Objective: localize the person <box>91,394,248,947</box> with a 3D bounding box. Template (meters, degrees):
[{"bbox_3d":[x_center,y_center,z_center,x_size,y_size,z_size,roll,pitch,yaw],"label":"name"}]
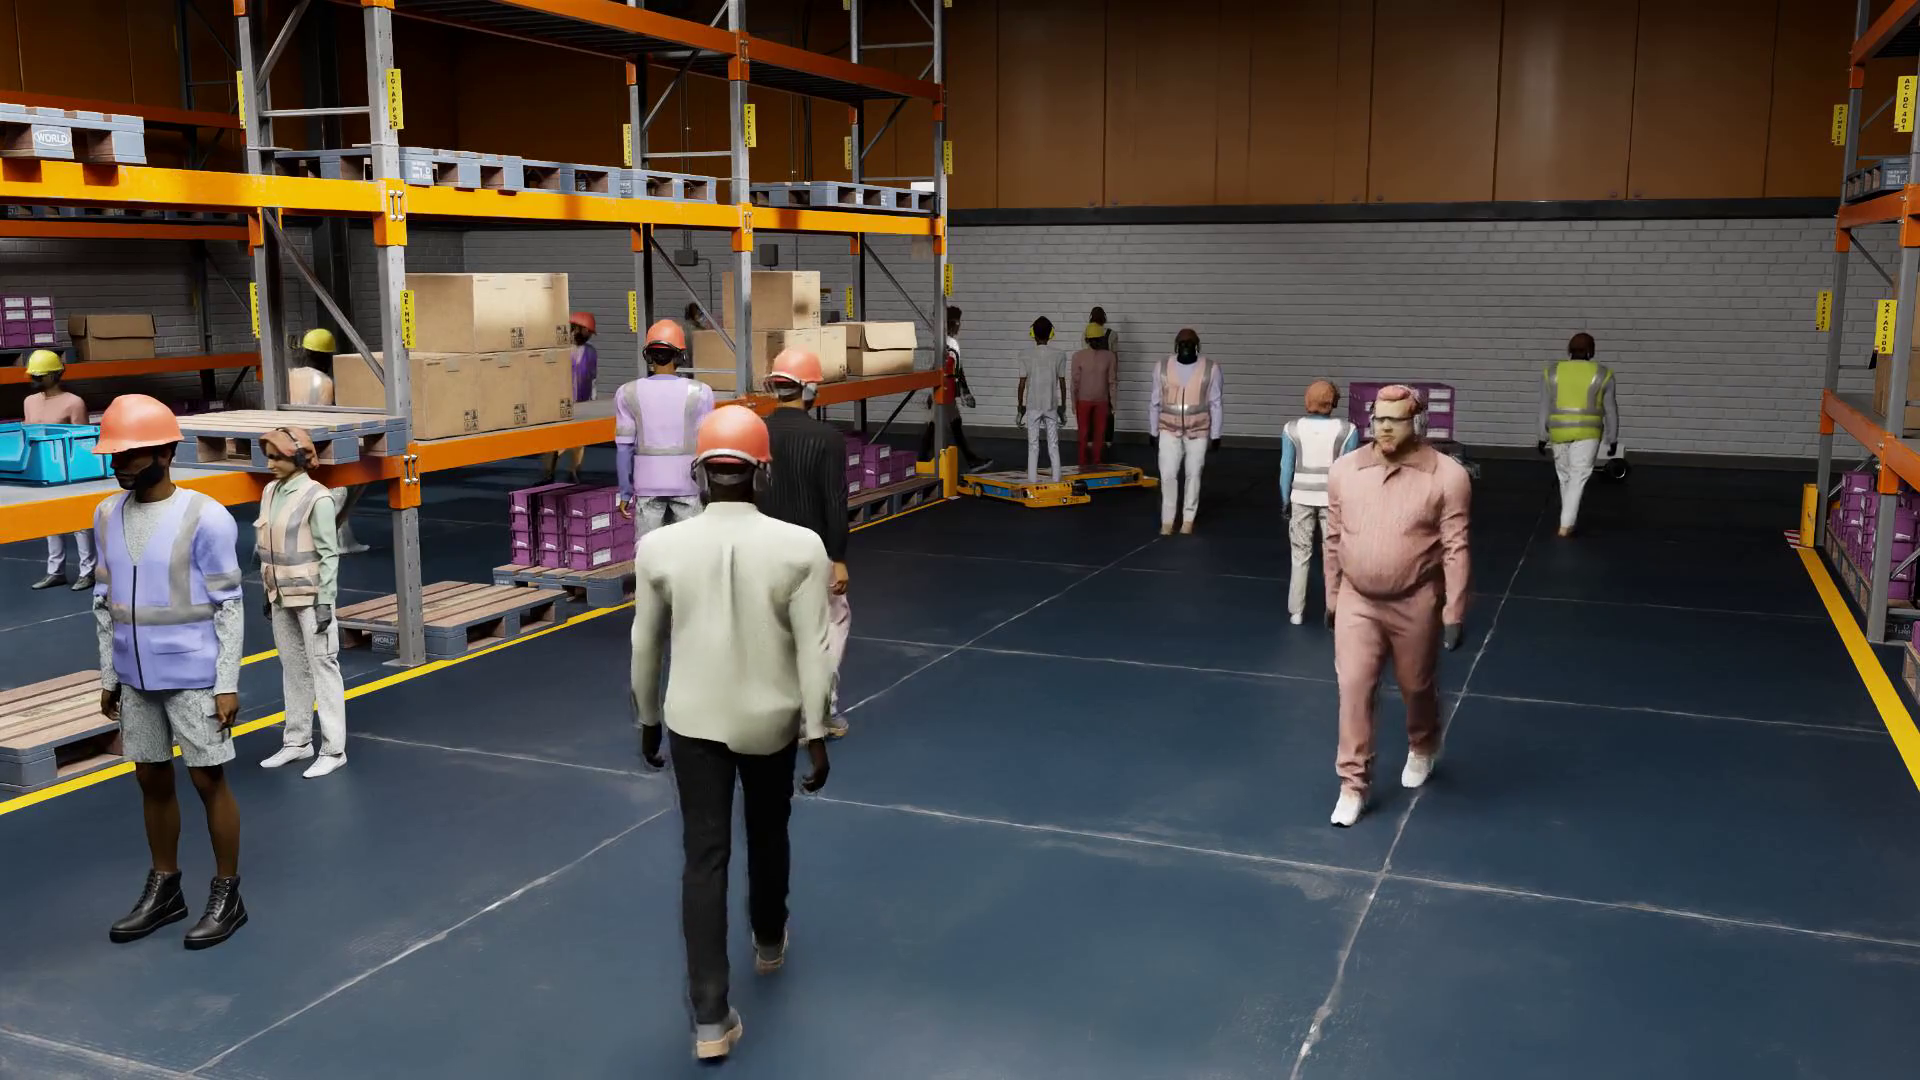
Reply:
[{"bbox_3d":[-2.756,0.461,5.760,0.550,1.935,0.376,2,10,14],"label":"person"}]

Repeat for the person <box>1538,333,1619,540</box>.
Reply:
[{"bbox_3d":[5.385,-0.908,14.506,0.644,1.796,0.970,6,11,34],"label":"person"}]

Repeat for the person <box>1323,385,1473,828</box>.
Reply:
[{"bbox_3d":[1.909,0.245,7.285,0.653,1.871,0.959,5,11,27],"label":"person"}]

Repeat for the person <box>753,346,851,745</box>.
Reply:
[{"bbox_3d":[-0.768,0.038,8.196,0.652,1.973,0.628,4,10,24],"label":"person"}]

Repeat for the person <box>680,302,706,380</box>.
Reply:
[{"bbox_3d":[-3.594,-2.231,22.189,0.955,1.904,0.617,5,11,30],"label":"person"}]

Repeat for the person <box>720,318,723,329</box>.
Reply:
[{"bbox_3d":[-2.329,-1.301,16.572,0.674,1.891,0.497,5,11,29],"label":"person"}]

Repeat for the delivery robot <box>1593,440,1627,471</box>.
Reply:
[{"bbox_3d":[6.927,-0.963,18.288,0.707,0.478,0.477,0,9,3],"label":"delivery robot"}]

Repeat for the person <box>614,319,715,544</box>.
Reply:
[{"bbox_3d":[-1.789,-0.324,10.198,0.613,2.041,0.393,-1,9,-5],"label":"person"}]

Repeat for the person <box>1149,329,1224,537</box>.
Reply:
[{"bbox_3d":[1.950,-0.916,14.462,0.661,1.815,0.781,2,10,12],"label":"person"}]

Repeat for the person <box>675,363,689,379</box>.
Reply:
[{"bbox_3d":[-3.728,-1.949,21.347,0.407,1.614,0.520,6,11,32],"label":"person"}]

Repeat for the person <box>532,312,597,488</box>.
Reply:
[{"bbox_3d":[-4.149,-1.439,17.451,0.751,1.883,0.430,-6,11,-34],"label":"person"}]

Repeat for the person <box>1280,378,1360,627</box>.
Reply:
[{"bbox_3d":[2.346,-0.231,10.859,0.521,1.639,0.309,4,10,21],"label":"person"}]

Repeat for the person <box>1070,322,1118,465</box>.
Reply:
[{"bbox_3d":[1.490,-1.541,18.482,0.534,1.744,0.460,-1,9,-8],"label":"person"}]

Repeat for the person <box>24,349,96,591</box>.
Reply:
[{"bbox_3d":[-6.575,-0.502,12.113,0.527,1.767,0.331,2,10,13],"label":"person"}]

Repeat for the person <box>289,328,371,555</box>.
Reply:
[{"bbox_3d":[-5.206,-0.751,13.295,0.599,1.879,0.984,5,11,27],"label":"person"}]

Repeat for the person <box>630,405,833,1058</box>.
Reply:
[{"bbox_3d":[-0.717,0.551,5.214,0.636,1.944,1.022,0,9,-2],"label":"person"}]

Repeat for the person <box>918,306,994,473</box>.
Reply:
[{"bbox_3d":[-0.058,-1.659,18.660,1.008,1.907,0.631,-2,10,-11],"label":"person"}]

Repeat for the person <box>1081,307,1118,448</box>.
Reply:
[{"bbox_3d":[1.799,-2.102,21.593,0.504,1.840,0.345,-3,10,-16],"label":"person"}]

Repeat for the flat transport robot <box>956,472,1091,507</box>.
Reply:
[{"bbox_3d":[0.625,-0.525,16.775,0.652,0.197,1.431,-6,11,-33],"label":"flat transport robot"}]

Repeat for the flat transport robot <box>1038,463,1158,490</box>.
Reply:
[{"bbox_3d":[1.339,-0.654,17.557,1.431,0.197,0.652,-6,11,-33],"label":"flat transport robot"}]

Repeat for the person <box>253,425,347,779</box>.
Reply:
[{"bbox_3d":[-3.072,0.283,7.747,0.511,1.639,0.308,6,11,34],"label":"person"}]

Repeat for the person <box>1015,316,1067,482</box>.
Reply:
[{"bbox_3d":[0.809,-1.280,16.531,0.516,1.866,0.325,-1,9,-5],"label":"person"}]
